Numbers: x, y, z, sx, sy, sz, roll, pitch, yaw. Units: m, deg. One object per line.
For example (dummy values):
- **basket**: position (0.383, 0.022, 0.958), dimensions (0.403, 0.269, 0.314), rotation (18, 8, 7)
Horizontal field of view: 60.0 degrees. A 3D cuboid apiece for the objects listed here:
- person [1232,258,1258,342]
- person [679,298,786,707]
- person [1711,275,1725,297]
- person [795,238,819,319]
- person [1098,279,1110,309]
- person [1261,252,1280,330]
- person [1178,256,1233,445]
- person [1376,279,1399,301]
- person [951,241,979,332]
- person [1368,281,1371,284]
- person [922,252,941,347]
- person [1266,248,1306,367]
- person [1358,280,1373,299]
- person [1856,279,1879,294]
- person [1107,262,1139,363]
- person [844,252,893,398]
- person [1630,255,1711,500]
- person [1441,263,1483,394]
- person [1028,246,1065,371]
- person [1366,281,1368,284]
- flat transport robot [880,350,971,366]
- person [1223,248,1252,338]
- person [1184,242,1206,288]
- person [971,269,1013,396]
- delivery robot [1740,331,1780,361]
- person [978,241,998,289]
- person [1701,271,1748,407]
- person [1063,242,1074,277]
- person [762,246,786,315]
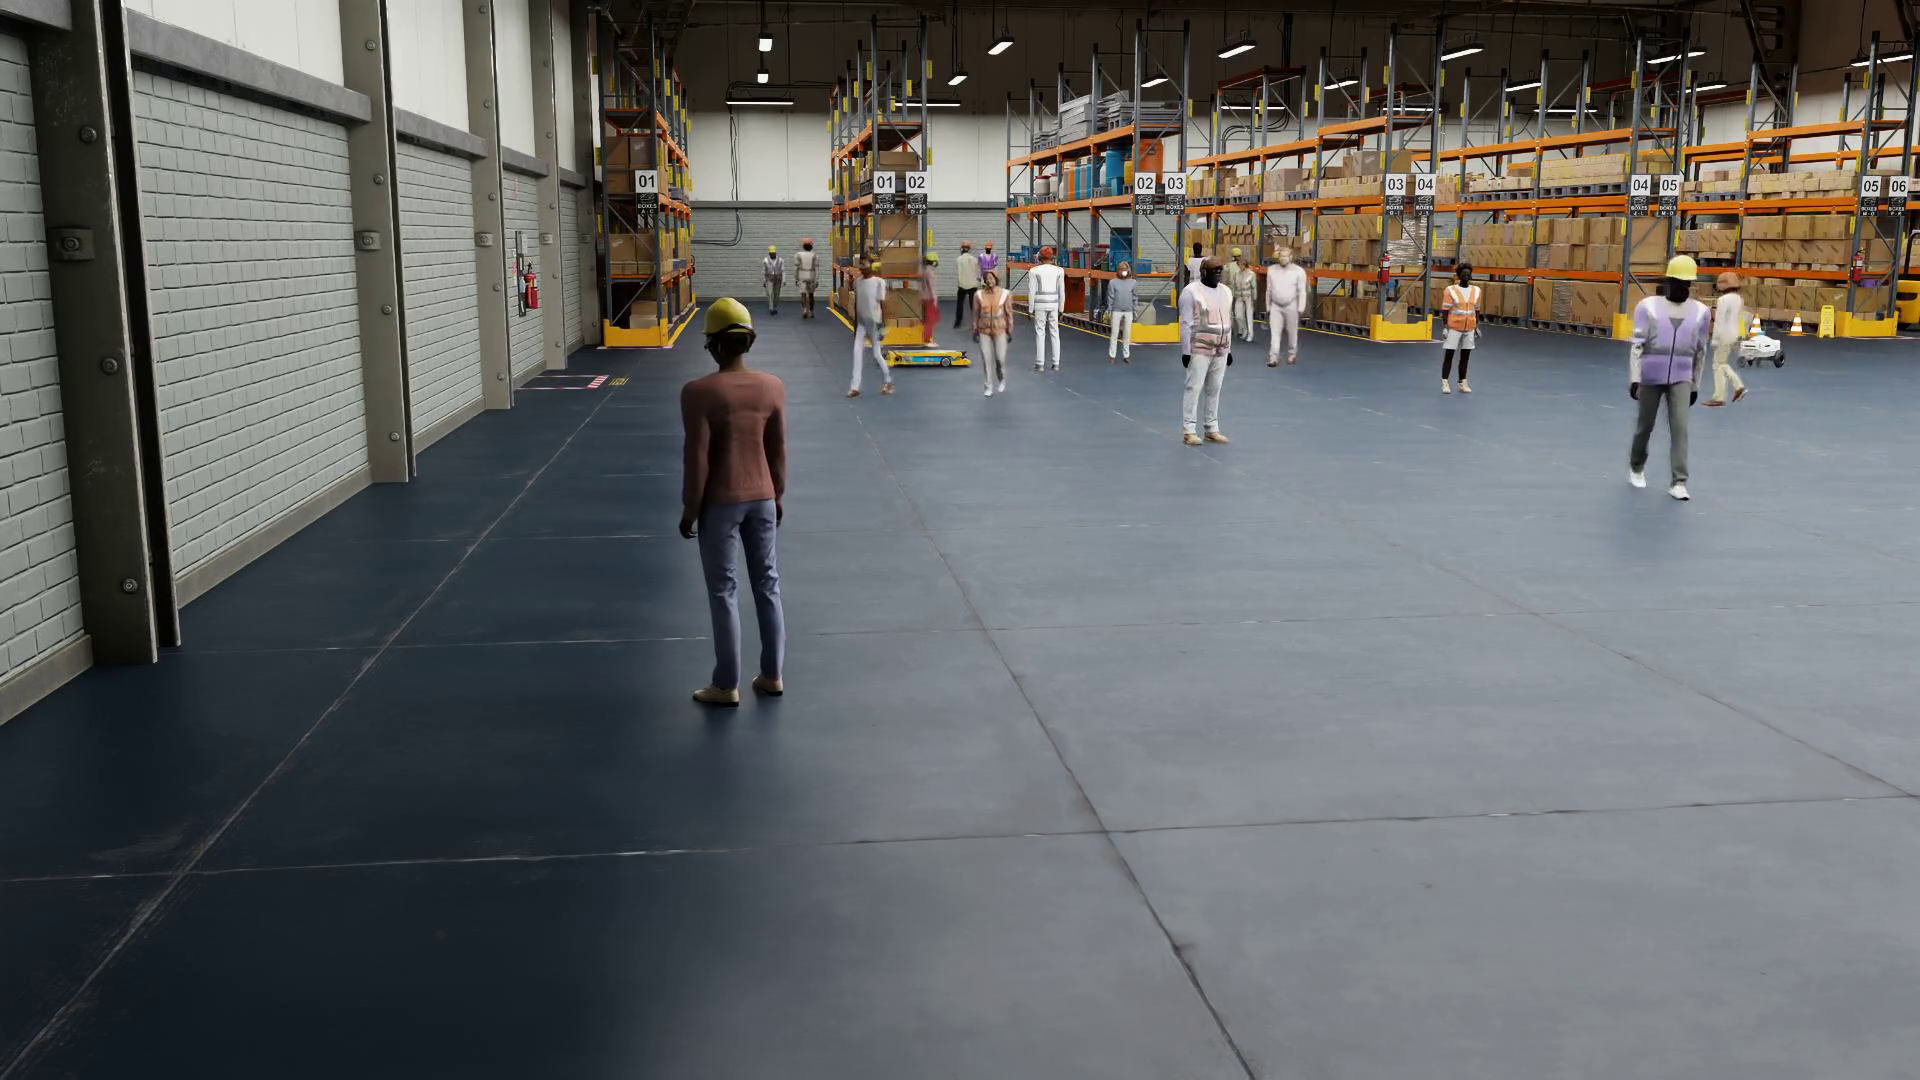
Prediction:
- **person**: position (5.537, -4.667, 32.298), dimensions (0.591, 1.621, 0.371), rotation (8, 13, 38)
- **person**: position (-0.991, -0.162, 7.235), dimensions (0.534, 1.767, 0.320), rotation (-9, 14, -41)
- **person**: position (18.935, -6.403, 41.367), dimensions (0.658, 1.797, 0.919), rotation (-1, 10, -8)
- **person**: position (-3.798, -6.504, 41.371), dimensions (0.610, 2.008, 0.980), rotation (-1, 10, -5)
- **person**: position (3.744, -6.517, 41.893), dimensions (0.550, 1.829, 0.514), rotation (-1, 10, -7)
- **person**: position (6.808, -5.363, 35.918), dimensions (0.502, 1.691, 0.901), rotation (-2, 11, -11)
- **person**: position (2.433, -1.855, 16.315), dimensions (0.634, 1.839, 0.429), rotation (-6, 12, -31)
- **person**: position (10.202, -6.028, 39.660), dimensions (0.549, 1.663, 0.748), rotation (1, 10, 4)
- **person**: position (0.124, -5.453, 35.766), dimensions (0.658, 1.927, 0.988), rotation (-7, 12, -33)
- **person**: position (12.302, -8.062, 50.090), dimensions (0.629, 1.932, 0.379), rotation (-1, 10, -5)
- **person**: position (-0.501, -4.418, 30.595), dimensions (0.428, 1.751, 0.562), rotation (-2, 11, -11)
- **person**: position (5.123, -3.665, 26.203), dimensions (0.659, 1.860, 0.980), rotation (5, 11, 25)
- **person**: position (10.863, -7.056, 44.883), dimensions (0.536, 1.830, 0.959), rotation (-2, 10, -9)
- **person**: position (19.573, -5.455, 36.076), dimensions (0.588, 1.824, 0.572), rotation (-1, 10, -6)
- **person**: position (2.612, -3.650, 26.758), dimensions (0.518, 1.625, 0.298), rotation (-1, 10, -8)
- **person**: position (-1.160, -2.748, 21.229), dimensions (0.548, 1.838, 0.868), rotation (6, 12, 29)
- **person**: position (5.588, -1.302, 13.150), dimensions (0.598, 1.892, 0.925), rotation (2, 11, 12)
- **person**: position (6.497, -2.736, 21.558), dimensions (0.570, 1.693, 0.327), rotation (-2, 10, -10)
- **person**: position (1.307, -3.503, 25.225), dimensions (0.581, 1.882, 0.339), rotation (-3, 11, -15)
- **person**: position (13.001, -8.579, 52.754), dimensions (0.387, 1.995, 0.616), rotation (7, 13, 35)
- **flat transport robot**: position (-0.576, -2.871, 26.185), dimensions (1.431, 0.197, 0.652), rotation (-1, 10, -7)
- **person**: position (5.630, -4.990, 33.601), dimensions (0.620, 1.798, 0.646), rotation (3, 11, 15)
- **person**: position (4.808, -5.054, 33.649), dimensions (0.590, 1.915, 0.392), rotation (-2, 10, -9)
- **person**: position (0.404, -2.642, 21.215), dimensions (0.536, 1.624, 0.375), rotation (2, 11, 11)
- **delivery robot**: position (12.434, -2.998, 25.845), dimensions (0.707, 0.478, 0.477), rotation (-8, 13, -39)
- **person**: position (0.794, -7.396, 46.552), dimensions (0.545, 1.882, 0.985), rotation (0, 10, -2)
- **person**: position (9.137, -2.384, 19.825), dimensions (0.500, 1.620, 0.392), rotation (-10, 14, -43)
- **person**: position (2.974, -7.506, 47.181), dimensions (0.637, 1.897, 1.007), rotation (-2, 11, -10)
- **person**: position (-4.853, -6.769, 43.430), dimensions (0.591, 1.787, 0.949), rotation (-3, 11, -15)
